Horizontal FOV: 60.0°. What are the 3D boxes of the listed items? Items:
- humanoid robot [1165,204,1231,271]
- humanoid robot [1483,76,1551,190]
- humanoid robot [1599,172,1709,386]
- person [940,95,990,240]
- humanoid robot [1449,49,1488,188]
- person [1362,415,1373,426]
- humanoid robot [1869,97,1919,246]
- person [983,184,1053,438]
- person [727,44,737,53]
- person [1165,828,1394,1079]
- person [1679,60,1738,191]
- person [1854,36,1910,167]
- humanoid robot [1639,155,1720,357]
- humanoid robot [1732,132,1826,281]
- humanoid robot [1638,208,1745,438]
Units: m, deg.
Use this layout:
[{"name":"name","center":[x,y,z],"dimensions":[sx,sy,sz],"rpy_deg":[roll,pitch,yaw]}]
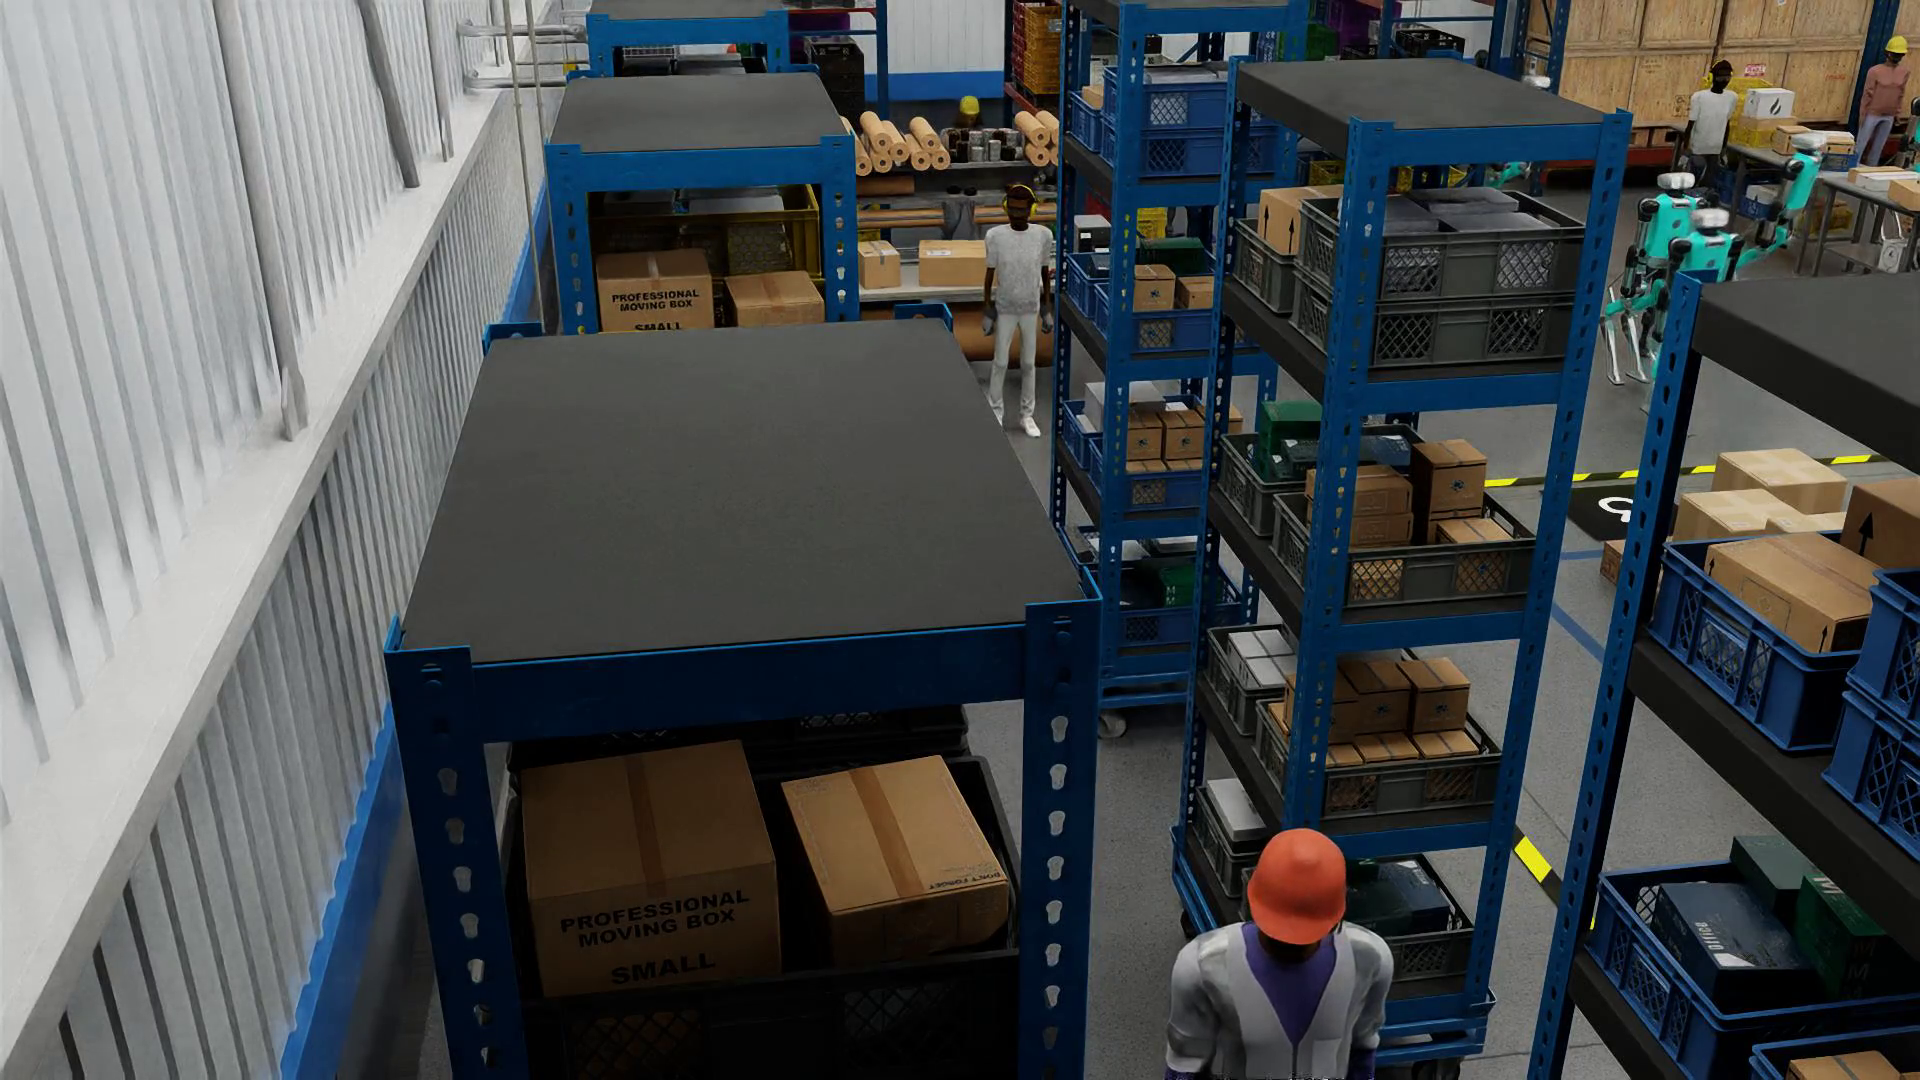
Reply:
[{"name":"humanoid robot","center":[1.933,-2.296,13.589],"dimensions":[0.599,1.655,0.315],"rpy_deg":[-4,25,-8]},{"name":"humanoid robot","center":[5.528,-3.866,16.957],"dimensions":[0.568,1.764,0.840],"rpy_deg":[-12,27,-25]},{"name":"humanoid robot","center":[5.260,-2.049,12.834],"dimensions":[0.533,1.677,0.735],"rpy_deg":[-4,25,-8]},{"name":"person","center":[0.032,-3.448,16.059],"dimensions":[0.492,1.722,0.649],"rpy_deg":[-7,26,-14]},{"name":"humanoid robot","center":[5.797,-4.692,18.797],"dimensions":[0.599,1.655,0.315],"rpy_deg":[-4,25,-8]},{"name":"person","center":[1.884,0.112,8.197],"dimensions":[0.600,1.829,0.767],"rpy_deg":[-2,25,-4]},{"name":"humanoid robot","center":[9.494,-3.818,16.679],"dimensions":[0.533,1.677,0.735],"rpy_deg":[-4,25,-8]},{"name":"person","center":[0.419,-1.627,11.926],"dimensions":[0.509,1.865,0.328],"rpy_deg":[-3,25,-7]},{"name":"person","center":[-2.305,-4.289,17.627],"dimensions":[0.546,1.937,0.377],"rpy_deg":[-3,25,-7]},{"name":"person","center":[0.860,1.652,4.591],"dimensions":[0.608,2.040,0.391],"rpy_deg":[-3,25,-7]},{"name":"person","center":[7.598,-3.938,16.943],"dimensions":[0.509,1.871,0.328],"rpy_deg":[-3,25,-7]},{"name":"person","center":[10.576,-4.877,19.107],"dimensions":[0.525,1.767,0.329],"rpy_deg":[-3,25,-7]},{"name":"humanoid robot","center":[5.908,-2.329,13.660],"dimensions":[0.599,1.655,0.315],"rpy_deg":[-4,25,-8]},{"name":"humanoid robot","center":[6.849,-2.642,14.315],"dimensions":[0.574,1.802,0.840],"rpy_deg":[-21,32,-38]},{"name":"humanoid robot","center":[5.136,-1.570,11.946],"dimensions":[0.554,1.733,1.007],"rpy_deg":[-4,25,-9]}]
